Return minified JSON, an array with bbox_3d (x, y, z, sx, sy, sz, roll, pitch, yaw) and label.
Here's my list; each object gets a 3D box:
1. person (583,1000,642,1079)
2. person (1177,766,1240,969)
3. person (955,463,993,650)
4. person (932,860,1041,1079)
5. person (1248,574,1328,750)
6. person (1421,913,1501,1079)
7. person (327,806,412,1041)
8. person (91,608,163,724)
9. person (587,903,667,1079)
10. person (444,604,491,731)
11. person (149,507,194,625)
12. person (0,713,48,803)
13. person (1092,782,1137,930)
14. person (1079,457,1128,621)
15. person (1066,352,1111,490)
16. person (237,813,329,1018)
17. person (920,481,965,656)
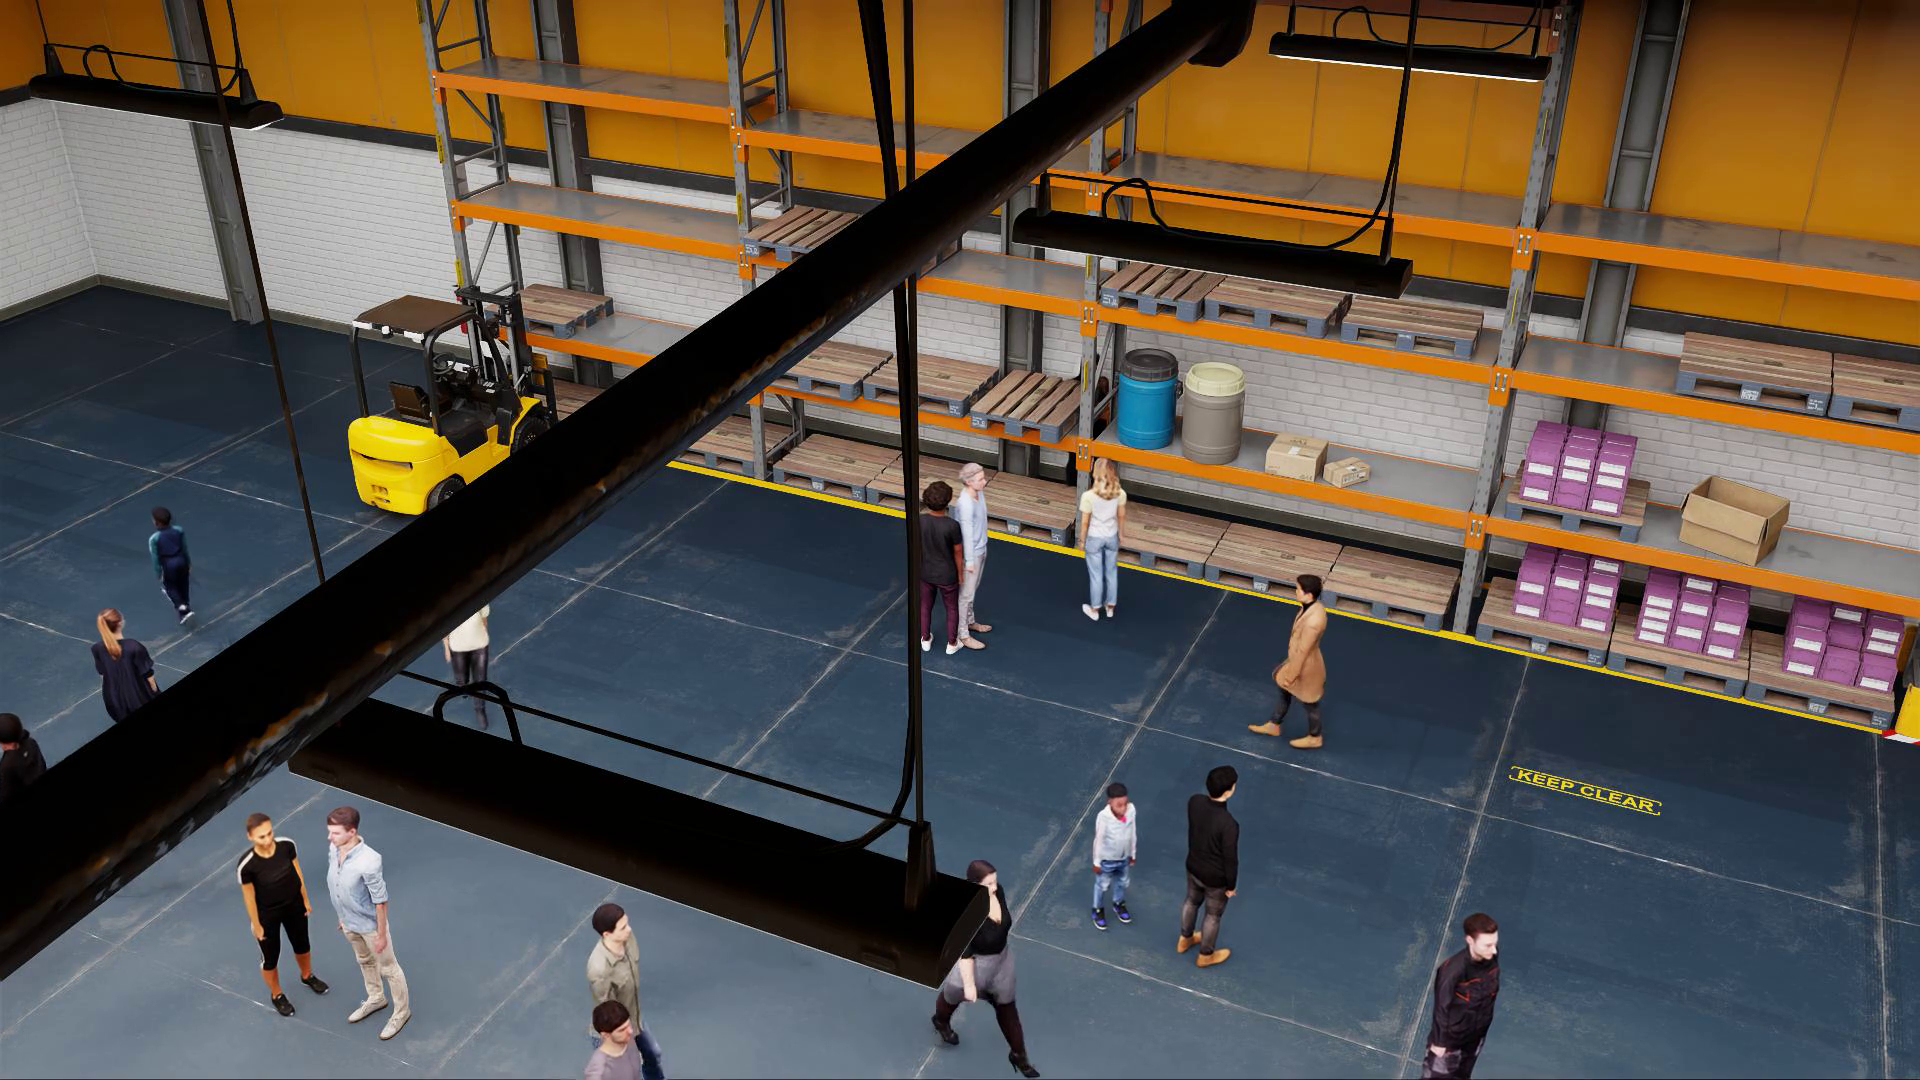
[{"bbox_3d":[-2.112,3.442,9.864,1.208,1.801,0.808,9,30,15],"label":"person"},{"bbox_3d":[1.793,2.339,11.970,0.787,1.721,0.668,-18,33,-30],"label":"person"},{"bbox_3d":[0.111,0.117,15.865,0.630,1.893,0.712,7,29,12],"label":"person"},{"bbox_3d":[0.037,2.816,11.117,1.176,1.701,0.854,21,35,34],"label":"person"},{"bbox_3d":[3.061,1.074,14.307,0.981,1.705,0.834,1,29,2],"label":"person"},{"bbox_3d":[3.123,3.086,10.401,0.776,1.912,0.763,-20,34,-32],"label":"person"},{"bbox_3d":[-4.073,2.584,11.388,0.530,1.848,0.732,17,33,28],"label":"person"},{"bbox_3d":[-6.915,1.315,13.887,0.657,1.683,0.777,-1,29,-2],"label":"person"},{"bbox_3d":[-2.234,3.055,10.527,0.929,1.846,0.804,8,30,14],"label":"person"},{"bbox_3d":[-4.354,0.918,14.738,0.872,1.565,0.934,-9,30,-16],"label":"person"},{"bbox_3d":[-7.698,0.252,16.292,0.793,1.247,0.633,23,36,35],"label":"person"},{"bbox_3d":[-6.950,2.046,12.600,1.148,1.633,0.893,0,29,1],"label":"person"},{"bbox_3d":[1.166,2.330,12.474,0.573,1.255,0.631,-12,31,-21],"label":"person"},{"bbox_3d":[1.391,-0.011,16.276,0.694,1.723,0.764,-9,30,-15],"label":"person"},{"bbox_3d":[1.423,-1.251,18.455,0.772,1.813,0.836,-9,30,-16],"label":"person"},{"bbox_3d":[-4.767,2.570,11.605,0.609,1.666,0.633,23,36,35],"label":"person"},{"bbox_3d":[-0.199,0.258,15.720,0.550,1.784,0.714,8,30,15],"label":"person"}]
